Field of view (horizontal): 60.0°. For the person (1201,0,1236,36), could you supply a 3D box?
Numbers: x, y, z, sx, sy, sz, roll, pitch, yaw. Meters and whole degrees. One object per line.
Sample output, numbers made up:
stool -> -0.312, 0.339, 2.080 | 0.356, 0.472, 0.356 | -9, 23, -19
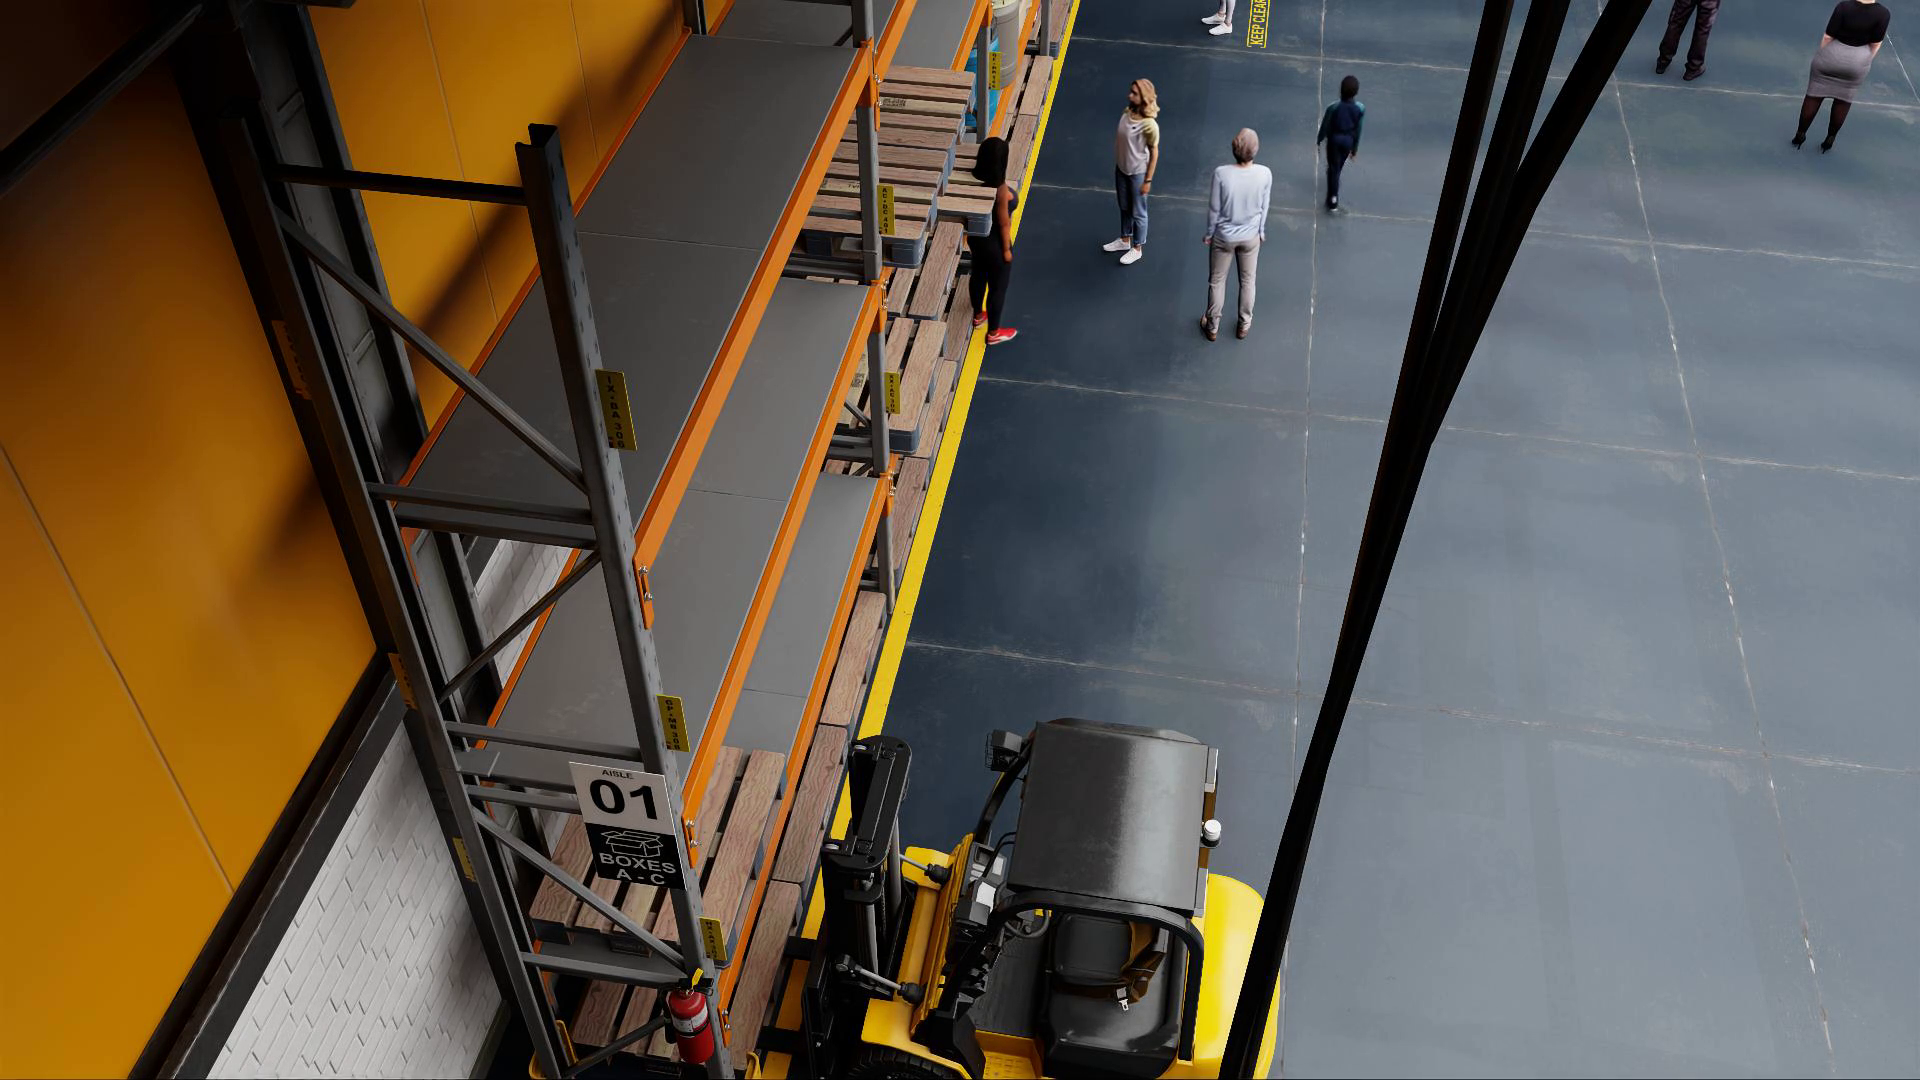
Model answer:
person -> 2.827, -6.169, 17.452 | 0.695, 1.704, 0.593 | -7, 44, -7

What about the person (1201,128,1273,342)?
person -> 2.223, -2.447, 13.407 | 0.689, 1.893, 0.619 | 1, 44, 1

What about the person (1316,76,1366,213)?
person -> 3.445, -3.577, 15.079 | 0.630, 1.224, 0.923 | -1, 44, -1

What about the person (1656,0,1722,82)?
person -> 7.454, -5.567, 16.667 | 0.775, 1.914, 0.759 | 27, 50, 25

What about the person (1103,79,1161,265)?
person -> 1.503, -3.176, 14.296 | 0.767, 1.723, 0.695 | -23, 48, -22

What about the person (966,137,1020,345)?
person -> 0.239, -2.425, 13.441 | 0.829, 1.815, 0.764 | -24, 49, -23

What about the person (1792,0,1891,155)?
person -> 8.302, -4.484, 15.643 | 0.727, 1.759, 0.688 | 16, 46, 16
